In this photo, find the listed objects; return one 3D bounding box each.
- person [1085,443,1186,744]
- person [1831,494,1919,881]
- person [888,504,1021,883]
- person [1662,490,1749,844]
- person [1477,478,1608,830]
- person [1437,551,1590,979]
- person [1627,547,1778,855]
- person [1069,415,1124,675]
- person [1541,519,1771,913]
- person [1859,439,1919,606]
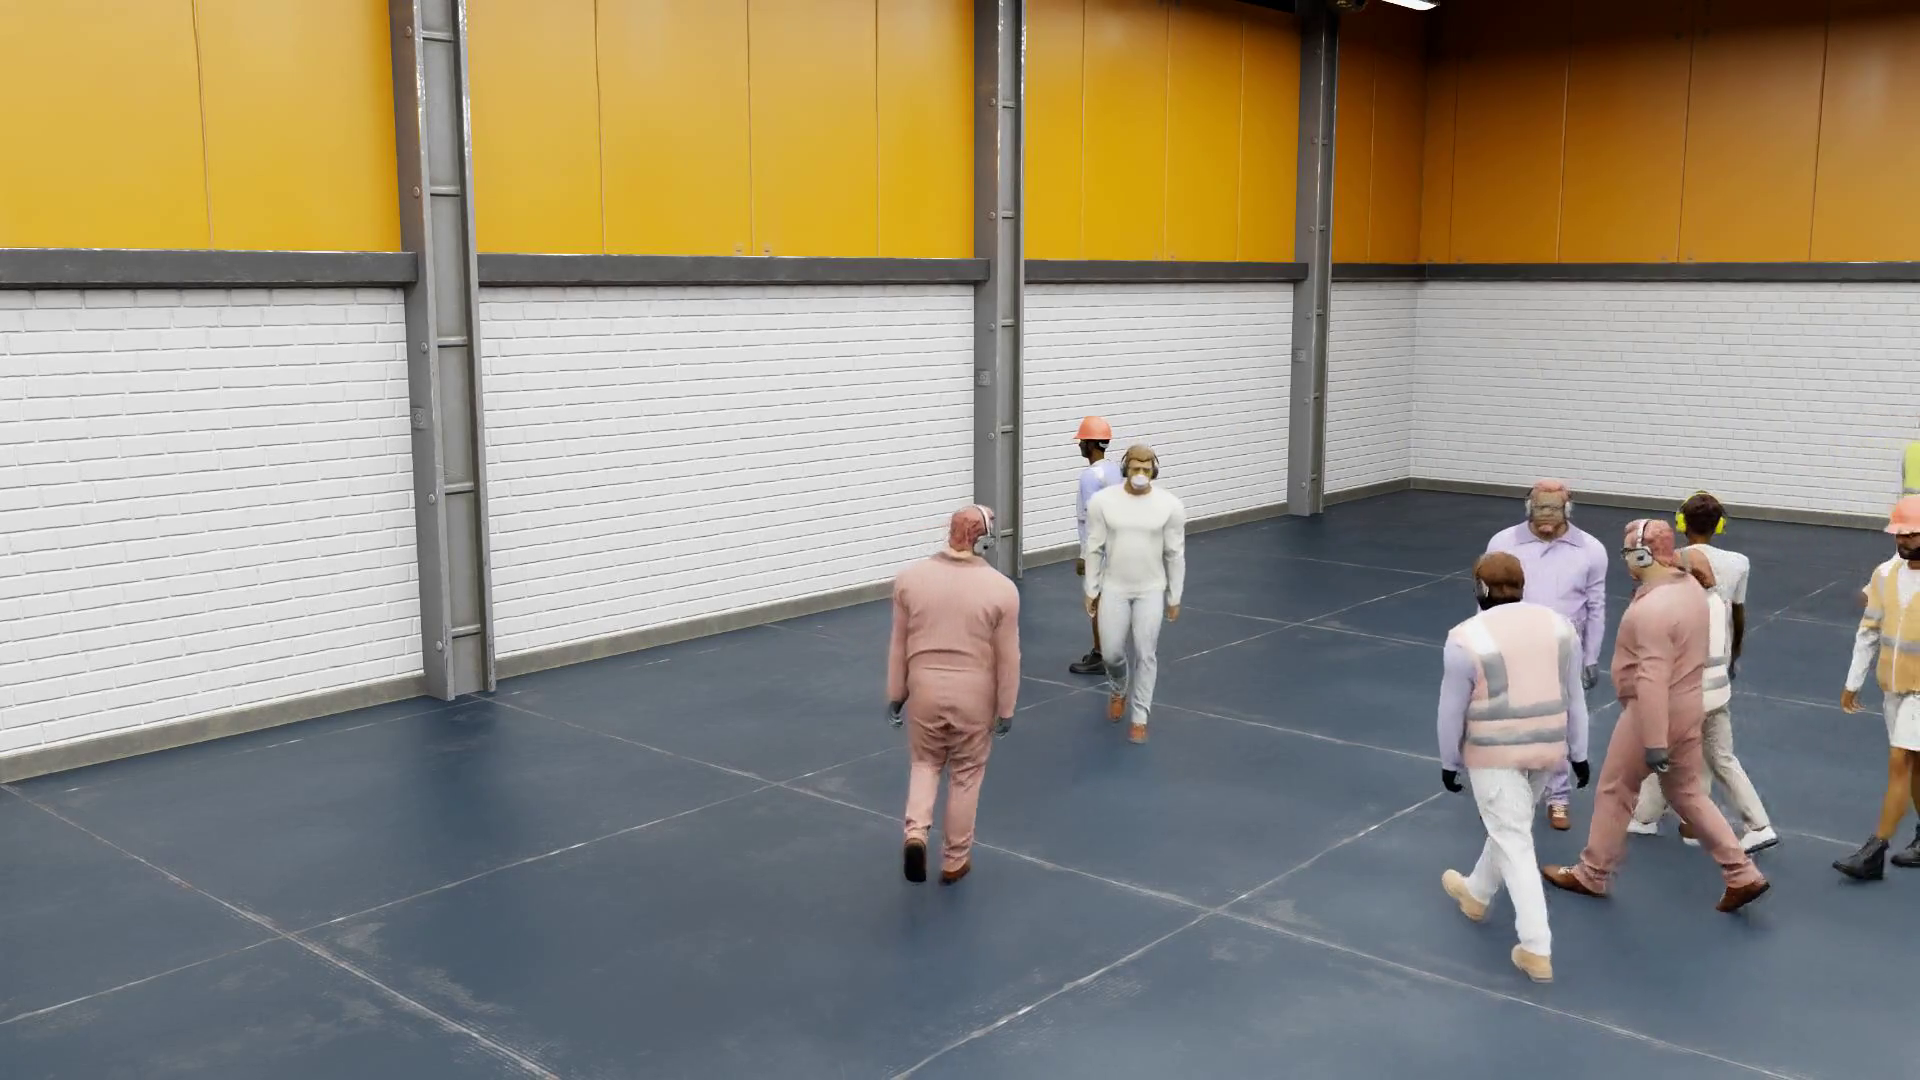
[{"bbox_3d":[1.120,0.330,10.652,0.643,1.923,0.497,1,9,8],"label":"person"},{"bbox_3d":[4.613,0.727,8.224,0.897,1.897,0.563,-3,10,-19],"label":"person"},{"bbox_3d":[-0.041,0.769,8.018,0.671,1.886,0.529,2,9,15],"label":"person"},{"bbox_3d":[3.941,0.645,8.951,0.512,1.833,0.875,3,9,16],"label":"person"},{"bbox_3d":[3.115,0.609,8.962,0.651,1.904,0.403,4,10,22],"label":"person"},{"bbox_3d":[2.389,0.936,7.306,0.666,1.776,0.924,-3,10,-18],"label":"person"},{"bbox_3d":[3.833,0.826,8.574,0.534,1.596,0.824,-9,13,-44],"label":"person"},{"bbox_3d":[1.008,0.040,12.423,0.369,1.939,0.542,5,10,27],"label":"person"},{"bbox_3d":[3.302,0.832,7.760,0.933,1.871,0.646,9,12,43],"label":"person"},{"bbox_3d":[8.316,-0.207,14.381,0.837,1.818,0.632,-1,9,-4],"label":"person"}]
